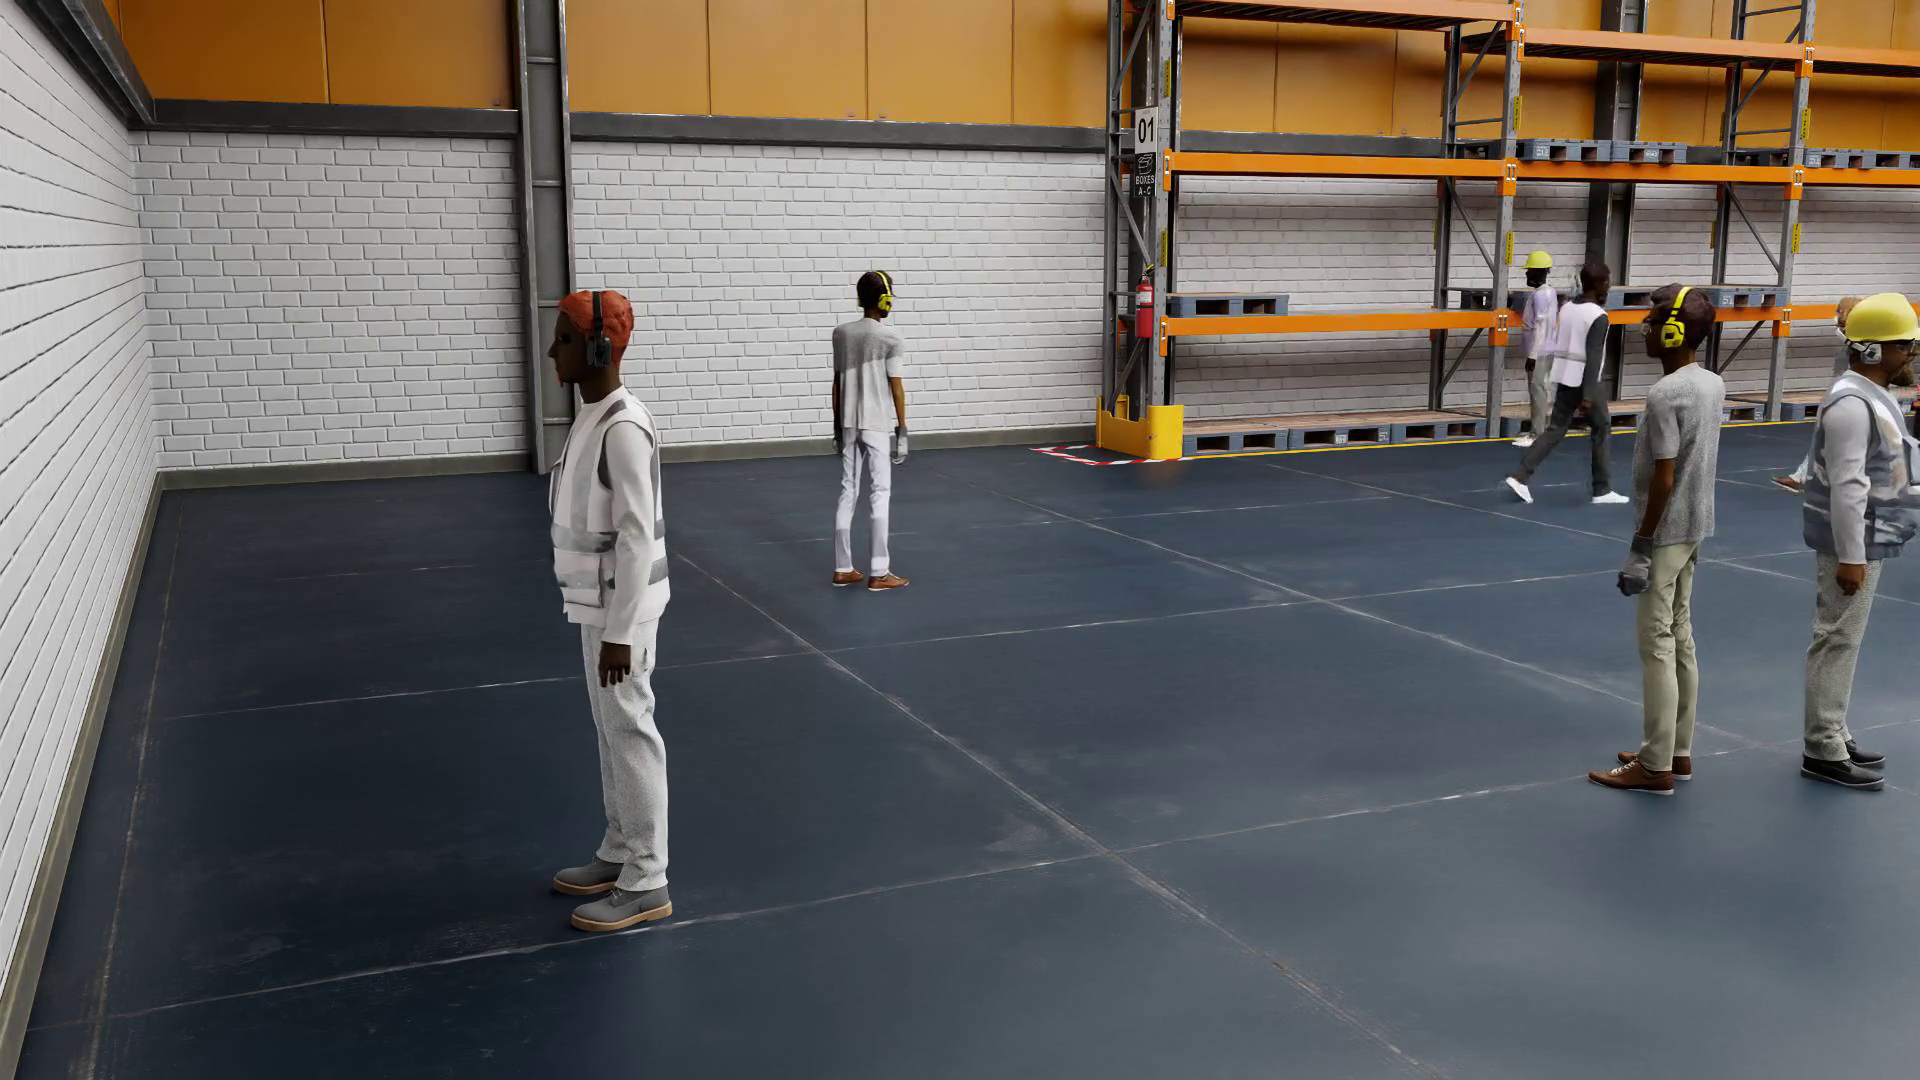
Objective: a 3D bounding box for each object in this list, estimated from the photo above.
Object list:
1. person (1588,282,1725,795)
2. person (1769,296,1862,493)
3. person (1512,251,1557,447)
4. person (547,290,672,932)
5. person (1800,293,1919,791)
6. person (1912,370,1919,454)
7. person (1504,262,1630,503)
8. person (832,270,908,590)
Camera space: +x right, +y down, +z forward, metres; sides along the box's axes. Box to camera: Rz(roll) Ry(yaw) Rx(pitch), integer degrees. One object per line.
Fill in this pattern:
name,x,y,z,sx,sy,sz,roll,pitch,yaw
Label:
person,2.584,0.000,6.124,0.328,1.876,0.513,9,14,41
person,6.944,-1.120,13.137,0.846,1.581,0.523,3,11,14
person,5.693,-1.874,16.453,0.384,1.932,0.593,4,11,23
person,-1.043,0.209,4.936,0.355,1.883,0.573,-4,11,-20
person,3.381,-0.001,6.241,0.403,1.834,0.588,6,12,31
person,5.883,-0.561,9.780,0.544,1.675,0.550,6,12,30
person,4.704,-1.199,12.810,0.960,1.874,0.622,-2,10,-13
person,-0.538,-0.637,9.731,0.515,1.862,0.353,6,12,31
